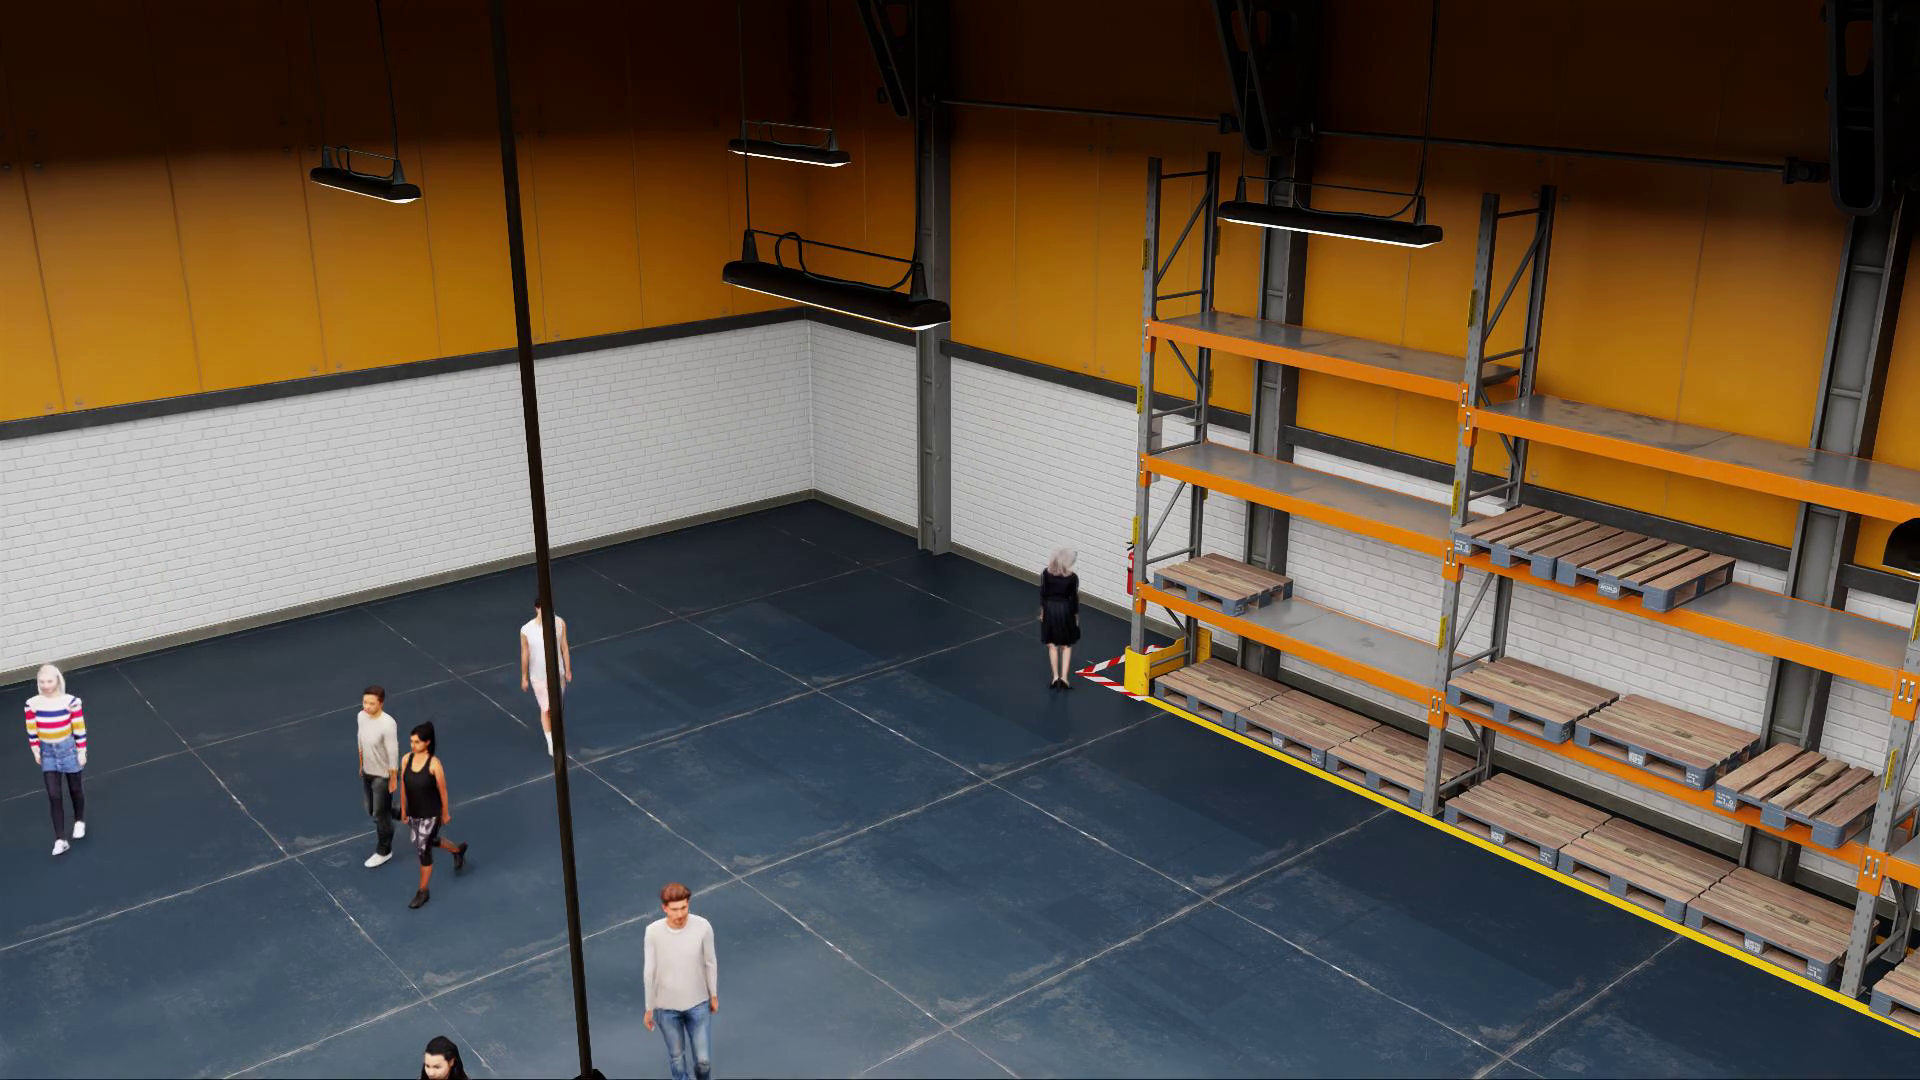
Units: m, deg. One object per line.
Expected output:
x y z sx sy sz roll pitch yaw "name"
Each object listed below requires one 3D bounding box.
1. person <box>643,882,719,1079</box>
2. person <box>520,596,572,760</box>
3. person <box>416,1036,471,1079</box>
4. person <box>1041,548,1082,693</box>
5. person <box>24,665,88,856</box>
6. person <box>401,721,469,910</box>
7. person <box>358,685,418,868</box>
-1.975 3.213 11.769 0.781 1.888 0.793 -3 19 -8 "person"
-4.347 1.371 17.445 0.783 1.755 1.118 -10 21 -28 "person"
-3.130 3.811 10.237 0.682 1.732 0.732 1 19 2 "person"
1.120 0.894 18.905 0.697 1.727 0.779 -1 19 -2 "person"
-8.401 1.983 15.587 0.887 1.781 1.046 -5 19 -15 "person"
-4.669 2.362 14.691 1.069 1.635 0.938 8 20 22 "person"
-5.224 2.103 15.221 0.886 1.787 0.852 14 23 37 "person"
